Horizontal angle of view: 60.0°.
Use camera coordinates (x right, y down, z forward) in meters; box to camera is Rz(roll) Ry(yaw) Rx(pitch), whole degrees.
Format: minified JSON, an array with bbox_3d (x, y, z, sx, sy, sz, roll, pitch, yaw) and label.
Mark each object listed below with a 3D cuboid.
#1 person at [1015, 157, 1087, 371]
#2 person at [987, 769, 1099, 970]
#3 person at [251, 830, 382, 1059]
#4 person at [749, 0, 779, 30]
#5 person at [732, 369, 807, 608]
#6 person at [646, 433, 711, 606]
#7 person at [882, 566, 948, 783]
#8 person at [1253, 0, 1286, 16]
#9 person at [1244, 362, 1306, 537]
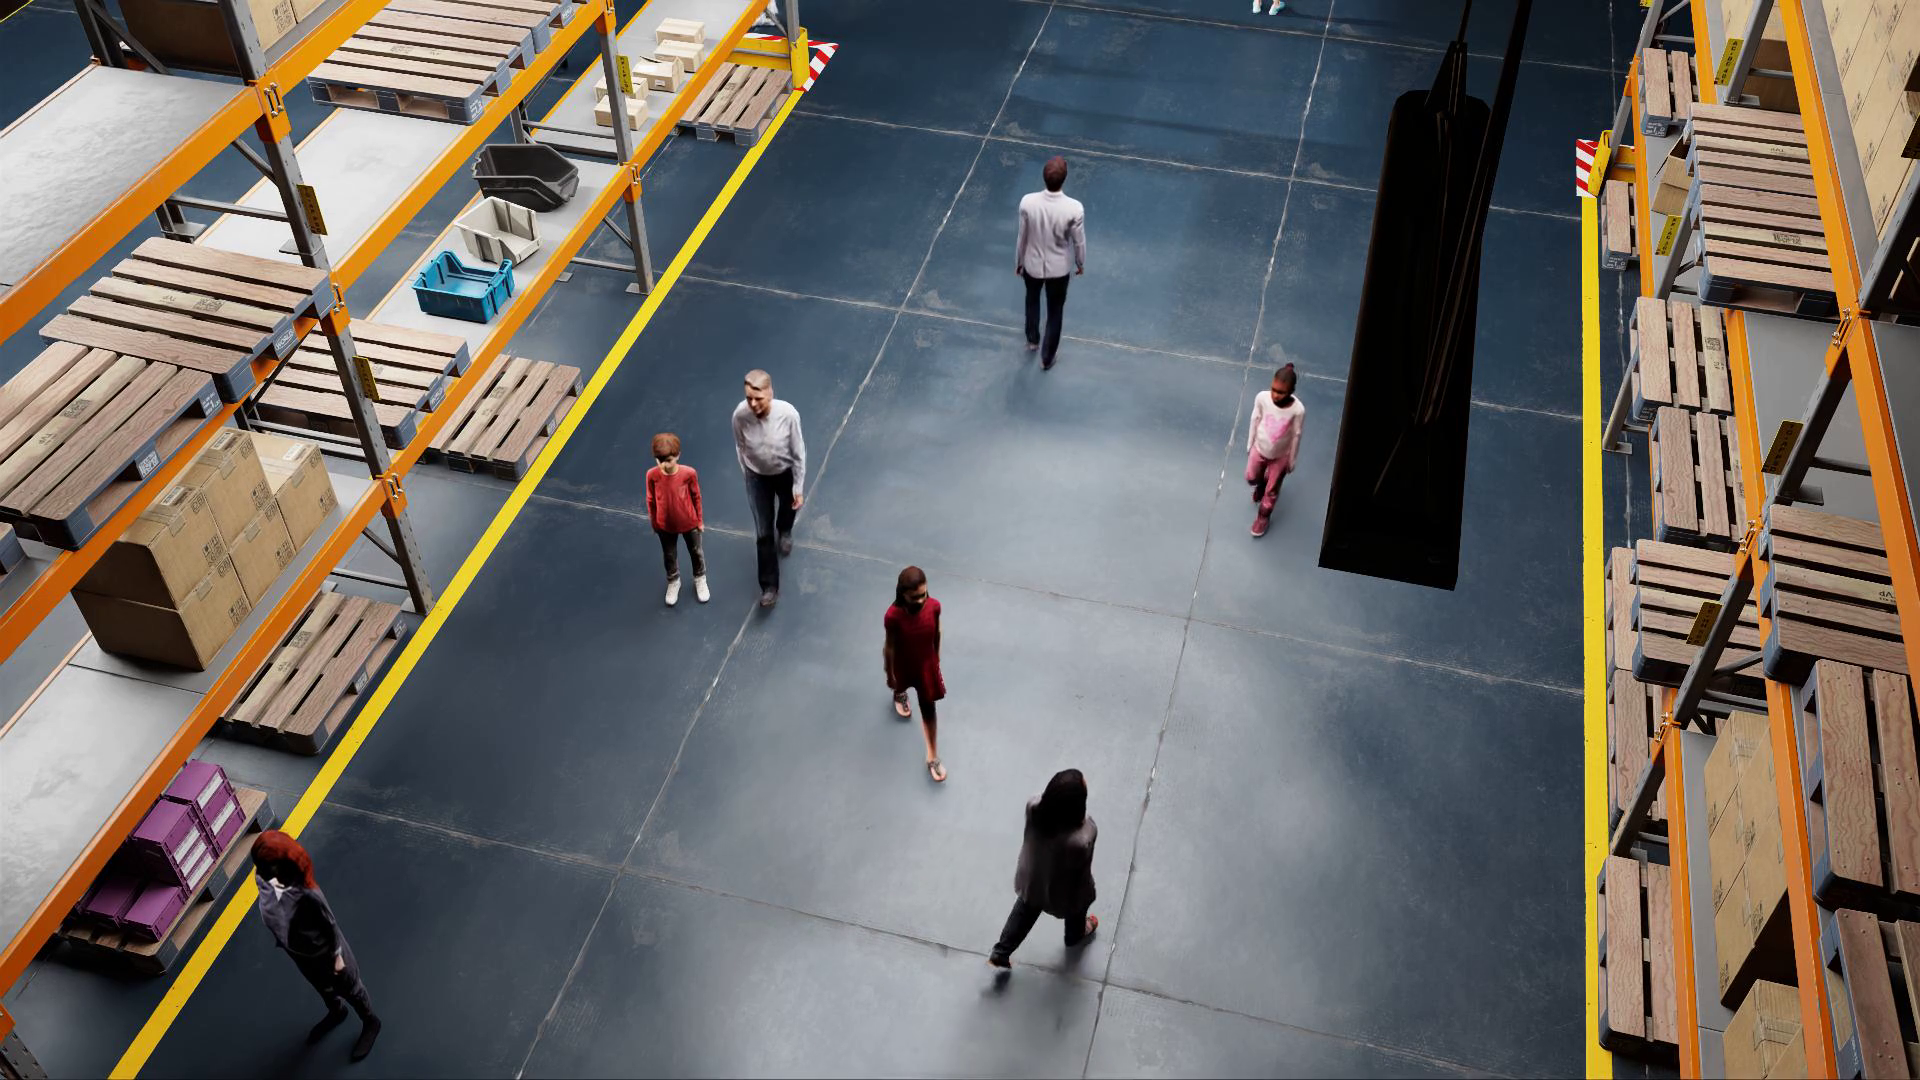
[{"bbox_3d":[0.676,-2.131,13.159,0.702,1.834,0.650,9,44,9],"label":"person"},{"bbox_3d":[0.465,1.847,9.165,0.894,1.583,1.070,33,52,29],"label":"person"},{"bbox_3d":[-3.408,2.109,8.748,0.604,1.780,0.549,16,46,17],"label":"person"},{"bbox_3d":[-2.089,-6.237,17.494,0.889,1.800,0.692,4,44,4],"label":"person"},{"bbox_3d":[-1.272,-0.501,11.500,0.877,1.762,1.256,-1,44,-1],"label":"person"},{"bbox_3d":[-1.936,-0.154,11.386,0.583,1.416,0.590,-4,44,-4],"label":"person"},{"bbox_3d":[-0.321,0.697,10.424,0.940,1.511,1.143,-13,45,-14],"label":"person"},{"bbox_3d":[3.381,-6.516,17.811,0.608,1.765,0.609,15,46,15],"label":"person"},{"bbox_3d":[2.275,-0.700,11.946,0.622,1.436,0.775,20,47,20],"label":"person"}]
